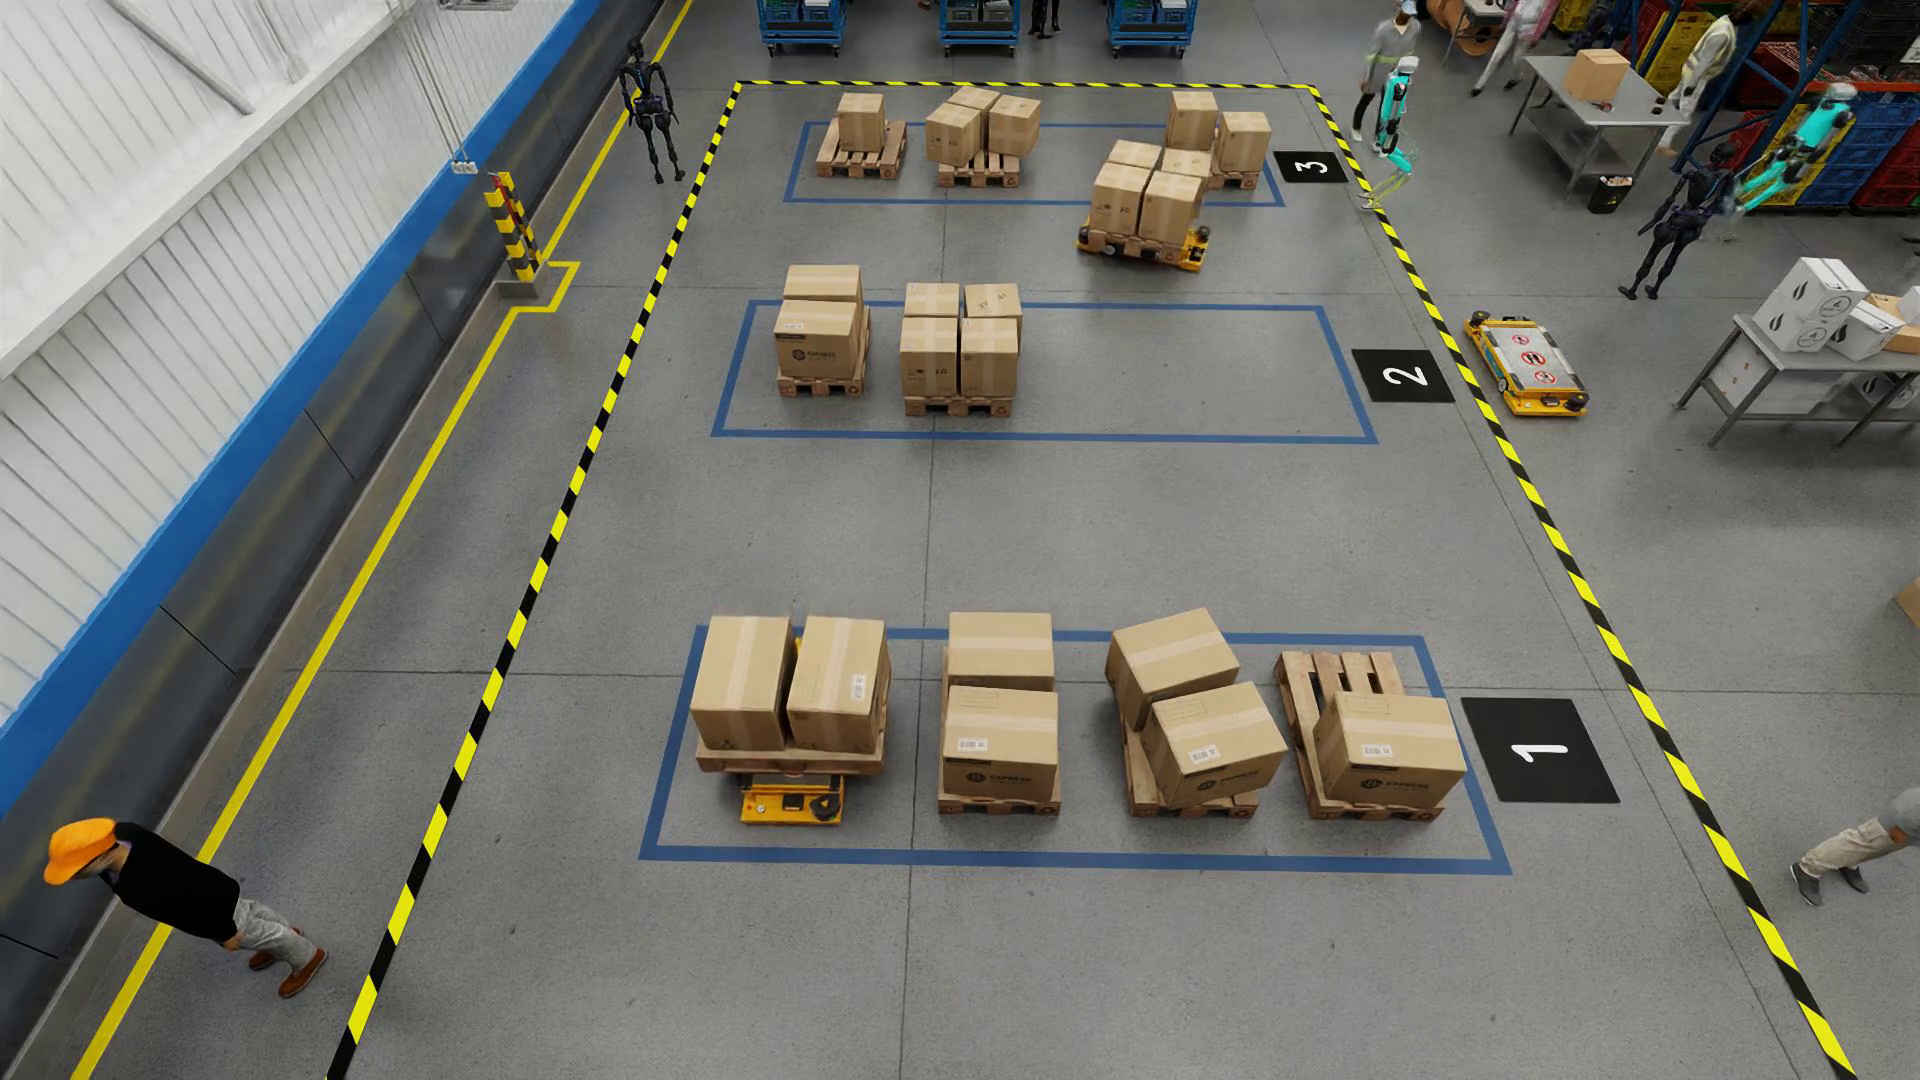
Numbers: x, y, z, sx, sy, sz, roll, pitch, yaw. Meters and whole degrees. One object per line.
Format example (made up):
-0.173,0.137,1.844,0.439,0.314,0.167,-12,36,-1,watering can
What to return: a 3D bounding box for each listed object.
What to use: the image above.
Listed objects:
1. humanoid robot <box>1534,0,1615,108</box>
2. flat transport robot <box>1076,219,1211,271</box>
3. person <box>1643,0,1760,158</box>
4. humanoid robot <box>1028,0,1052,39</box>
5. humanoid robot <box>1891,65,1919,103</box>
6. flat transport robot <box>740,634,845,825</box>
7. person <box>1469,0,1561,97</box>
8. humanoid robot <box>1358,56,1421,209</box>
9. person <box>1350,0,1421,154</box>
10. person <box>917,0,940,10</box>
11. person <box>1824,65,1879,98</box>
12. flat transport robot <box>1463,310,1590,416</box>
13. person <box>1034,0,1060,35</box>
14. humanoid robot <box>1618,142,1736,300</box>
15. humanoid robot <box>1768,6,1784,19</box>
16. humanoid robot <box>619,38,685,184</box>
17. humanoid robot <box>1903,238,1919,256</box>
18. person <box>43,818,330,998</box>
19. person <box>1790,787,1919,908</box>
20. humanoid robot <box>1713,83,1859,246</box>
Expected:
8.370,-6.556,12.276,0.616,1.642,0.509,-36,58,-27,humanoid robot
2.111,-3.476,10.524,1.431,0.197,0.652,16,51,13,flat transport robot
9.383,-5.902,11.642,0.531,1.794,0.788,27,54,21,person
1.281,-8.663,14.093,0.315,1.654,0.599,-23,53,-19,humanoid robot
12.088,-5.683,11.489,0.846,1.753,0.536,-3,49,-2,humanoid robot
-1.097,1.270,6.415,0.652,0.197,1.431,1,49,1,flat transport robot
7.767,-7.063,12.639,0.714,1.794,0.674,-31,56,-24,person
5.049,-4.603,10.460,0.735,1.672,0.533,9,50,8,humanoid robot
5.379,-5.828,11.553,0.617,1.809,0.940,-2,49,-2,person
-0.494,-9.653,14.786,0.629,1.938,0.373,-24,53,-20,person
11.255,-5.856,11.533,0.339,1.882,0.582,4,49,4,person
5.573,-1.757,9.054,0.659,0.231,1.431,1,49,1,flat transport robot
1.415,-8.856,14.076,0.611,1.963,0.362,-6,49,-5,person
7.385,-3.253,9.407,0.599,1.657,0.315,2,49,2,humanoid robot
13.208,-9.006,14.412,0.608,1.634,0.695,4,49,3,humanoid robot
-3.737,-5.168,11.068,0.599,1.653,0.315,-7,50,-6,humanoid robot
11.081,-3.891,9.961,0.315,1.655,0.599,13,50,11,humanoid robot
-3.993,1.926,4.798,0.590,1.882,0.370,26,54,21,person
5.513,1.567,5.183,0.564,1.769,0.393,-8,50,-7,person
8.930,-4.072,10.155,0.766,1.867,0.550,1,49,1,humanoid robot
